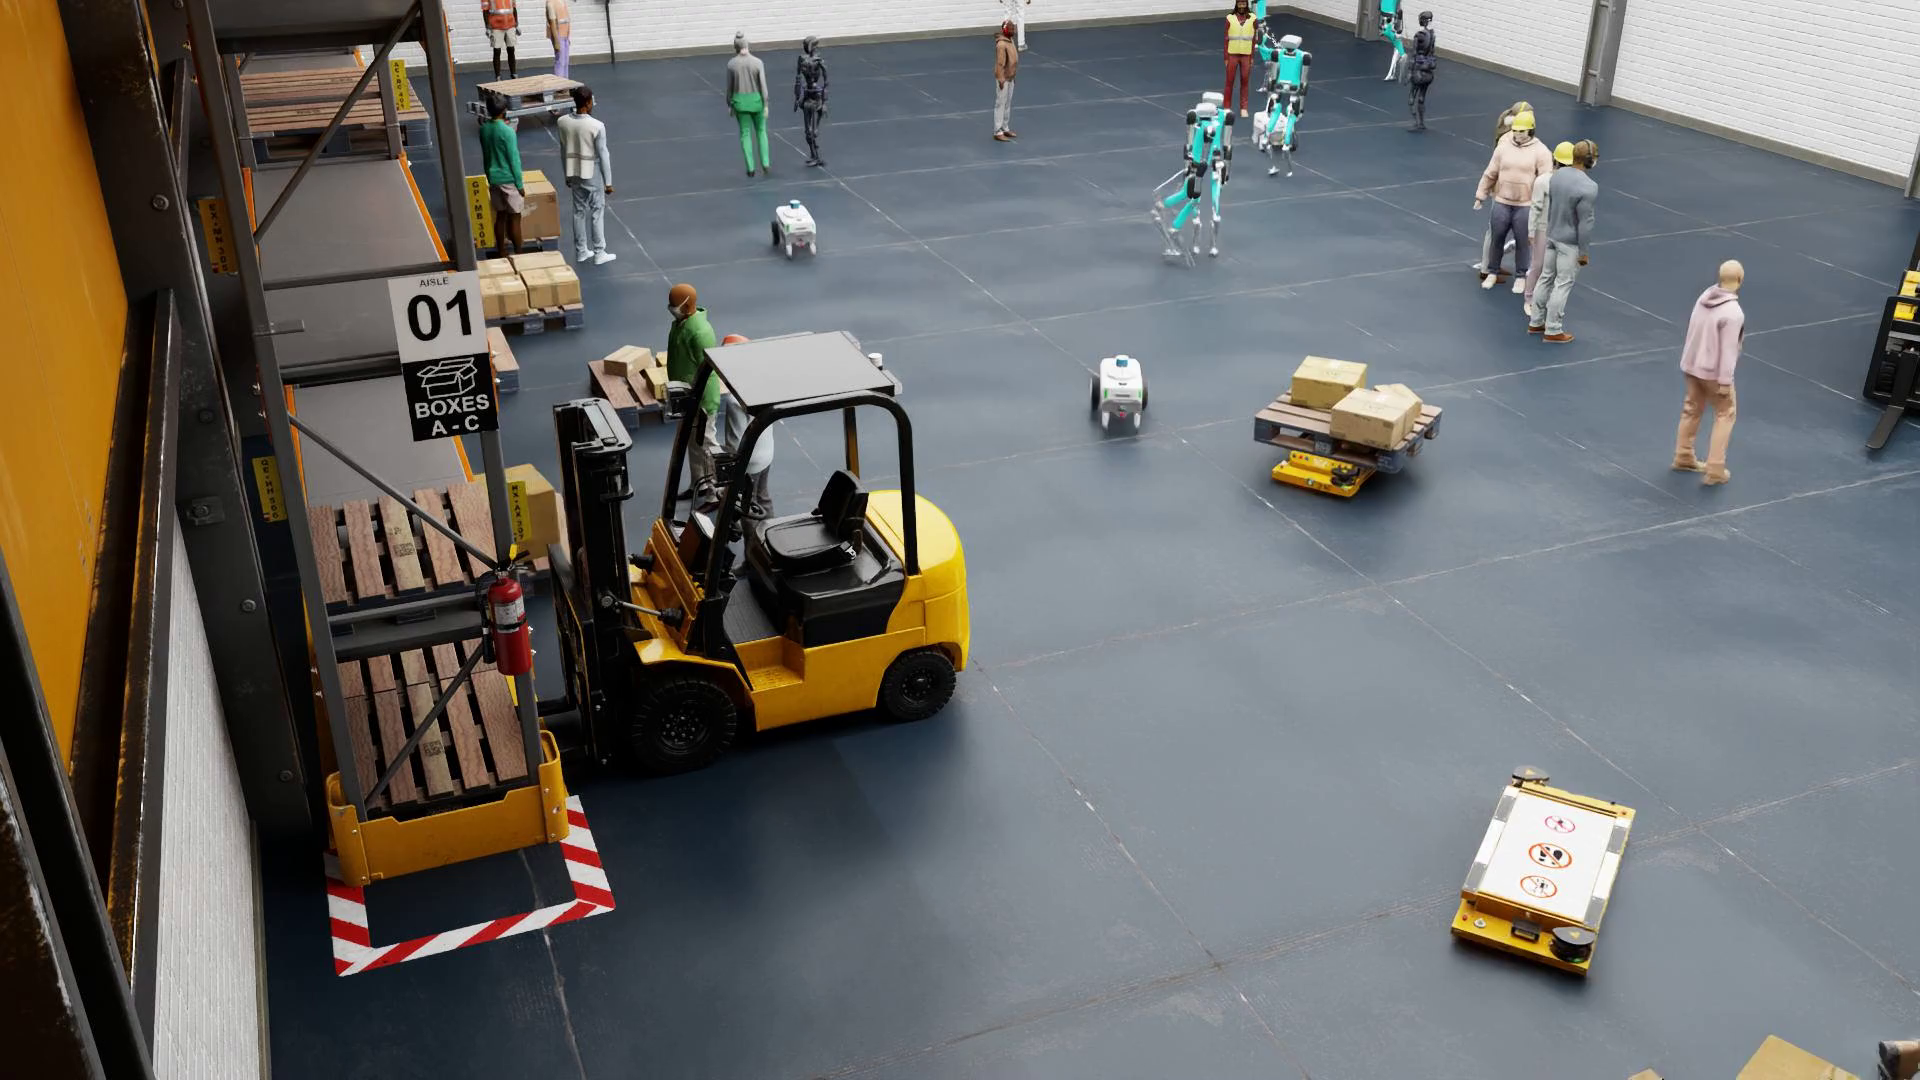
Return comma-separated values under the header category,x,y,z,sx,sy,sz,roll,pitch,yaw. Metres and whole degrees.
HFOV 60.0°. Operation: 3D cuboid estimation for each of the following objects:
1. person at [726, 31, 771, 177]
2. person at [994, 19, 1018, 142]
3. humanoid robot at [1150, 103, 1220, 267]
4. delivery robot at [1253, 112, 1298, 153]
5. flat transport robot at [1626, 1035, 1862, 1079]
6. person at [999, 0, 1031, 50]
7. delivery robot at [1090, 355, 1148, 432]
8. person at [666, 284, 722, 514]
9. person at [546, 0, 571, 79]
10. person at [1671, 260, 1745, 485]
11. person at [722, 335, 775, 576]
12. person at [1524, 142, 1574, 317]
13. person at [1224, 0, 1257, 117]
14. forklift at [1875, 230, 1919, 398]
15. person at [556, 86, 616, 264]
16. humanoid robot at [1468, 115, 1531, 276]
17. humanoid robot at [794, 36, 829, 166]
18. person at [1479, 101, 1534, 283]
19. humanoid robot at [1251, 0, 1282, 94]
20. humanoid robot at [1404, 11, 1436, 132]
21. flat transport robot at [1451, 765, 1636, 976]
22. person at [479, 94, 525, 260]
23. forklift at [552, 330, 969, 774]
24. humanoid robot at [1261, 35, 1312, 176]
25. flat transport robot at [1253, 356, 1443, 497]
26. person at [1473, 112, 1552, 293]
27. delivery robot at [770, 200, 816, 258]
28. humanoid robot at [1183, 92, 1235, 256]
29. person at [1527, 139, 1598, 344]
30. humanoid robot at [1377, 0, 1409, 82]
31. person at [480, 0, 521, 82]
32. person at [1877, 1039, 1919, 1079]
category,x,y,z,sx,sy,sz,roll,pitch,yaw
person,-2.746,-5.629,21.449,0.538,1.820,0.489,-3,27,-5
person,0.628,-6.427,23.225,0.310,1.649,0.472,11,29,21
humanoid robot,2.347,-3.782,17.919,0.798,1.813,0.544,0,27,1
delivery robot,4.328,-5.658,22.940,0.499,0.609,0.797,-5,27,-10
flat transport robot,2.864,2.853,6.312,0.659,0.231,1.431,-13,29,-24
person,0.965,-9.594,29.274,0.585,1.881,0.344,6,27,12
delivery robot,1.374,-1.289,14.226,0.499,0.589,0.791,1,27,2
person,-1.981,-1.060,12.412,0.385,1.781,0.539,-15,30,-27
person,-6.148,-7.694,25.536,0.373,1.842,0.569,2,27,5
person,5.865,-1.298,12.901,0.547,1.771,0.543,-6,27,-12
person,-1.481,-0.585,11.510,0.352,1.742,0.572,7,28,15
person,5.860,-3.066,16.435,0.532,1.752,0.339,-5,27,-10
person,4.111,-7.140,24.530,0.461,1.766,0.381,1,27,1
forklift,9.029,-2.397,14.618,1.214,2.155,2.313,18,32,32
person,-4.038,-3.930,17.985,0.598,1.909,0.401,10,28,19
humanoid robot,5.961,-3.601,17.535,0.998,1.744,0.546,-5,27,-9
humanoid robot,-1.994,-5.805,21.961,0.614,1.642,0.422,20,33,34
person,5.737,-3.664,17.490,0.391,1.874,0.565,15,30,27
humanoid robot,4.823,-7.740,25.817,0.747,1.838,0.541,11,29,21
humanoid robot,6.609,-6.680,23.711,0.419,1.637,0.609,23,35,38
flat transport robot,3.058,1.682,8.641,0.659,0.231,1.431,14,30,25
person,-4.916,-3.849,17.898,0.500,1.843,0.395,16,31,29
forklift,-1.094,0.010,9.831,2.313,2.155,1.214,-10,28,-20
humanoid robot,4.117,-5.505,21.300,0.543,1.799,0.729,14,30,25
flat transport robot,3.117,-0.740,13.460,0.659,0.231,1.431,17,31,30
person,5.751,-3.499,17.183,0.829,1.852,0.434,17,31,30
delivery robot,-1.843,-3.502,18.639,0.499,0.597,0.801,-7,27,-13
humanoid robot,2.722,-3.934,18.184,0.536,1.768,0.770,0,27,-1
person,5.745,-2.826,15.760,0.361,1.932,0.628,-8,28,-15
humanoid robot,7.045,-8.196,26.782,0.762,1.880,0.544,-14,30,-25
person,-7.235,-8.134,26.280,0.605,1.965,0.368,-20,33,-35
person,4.328,1.701,6.679,0.772,1.998,0.674,8,28,15
